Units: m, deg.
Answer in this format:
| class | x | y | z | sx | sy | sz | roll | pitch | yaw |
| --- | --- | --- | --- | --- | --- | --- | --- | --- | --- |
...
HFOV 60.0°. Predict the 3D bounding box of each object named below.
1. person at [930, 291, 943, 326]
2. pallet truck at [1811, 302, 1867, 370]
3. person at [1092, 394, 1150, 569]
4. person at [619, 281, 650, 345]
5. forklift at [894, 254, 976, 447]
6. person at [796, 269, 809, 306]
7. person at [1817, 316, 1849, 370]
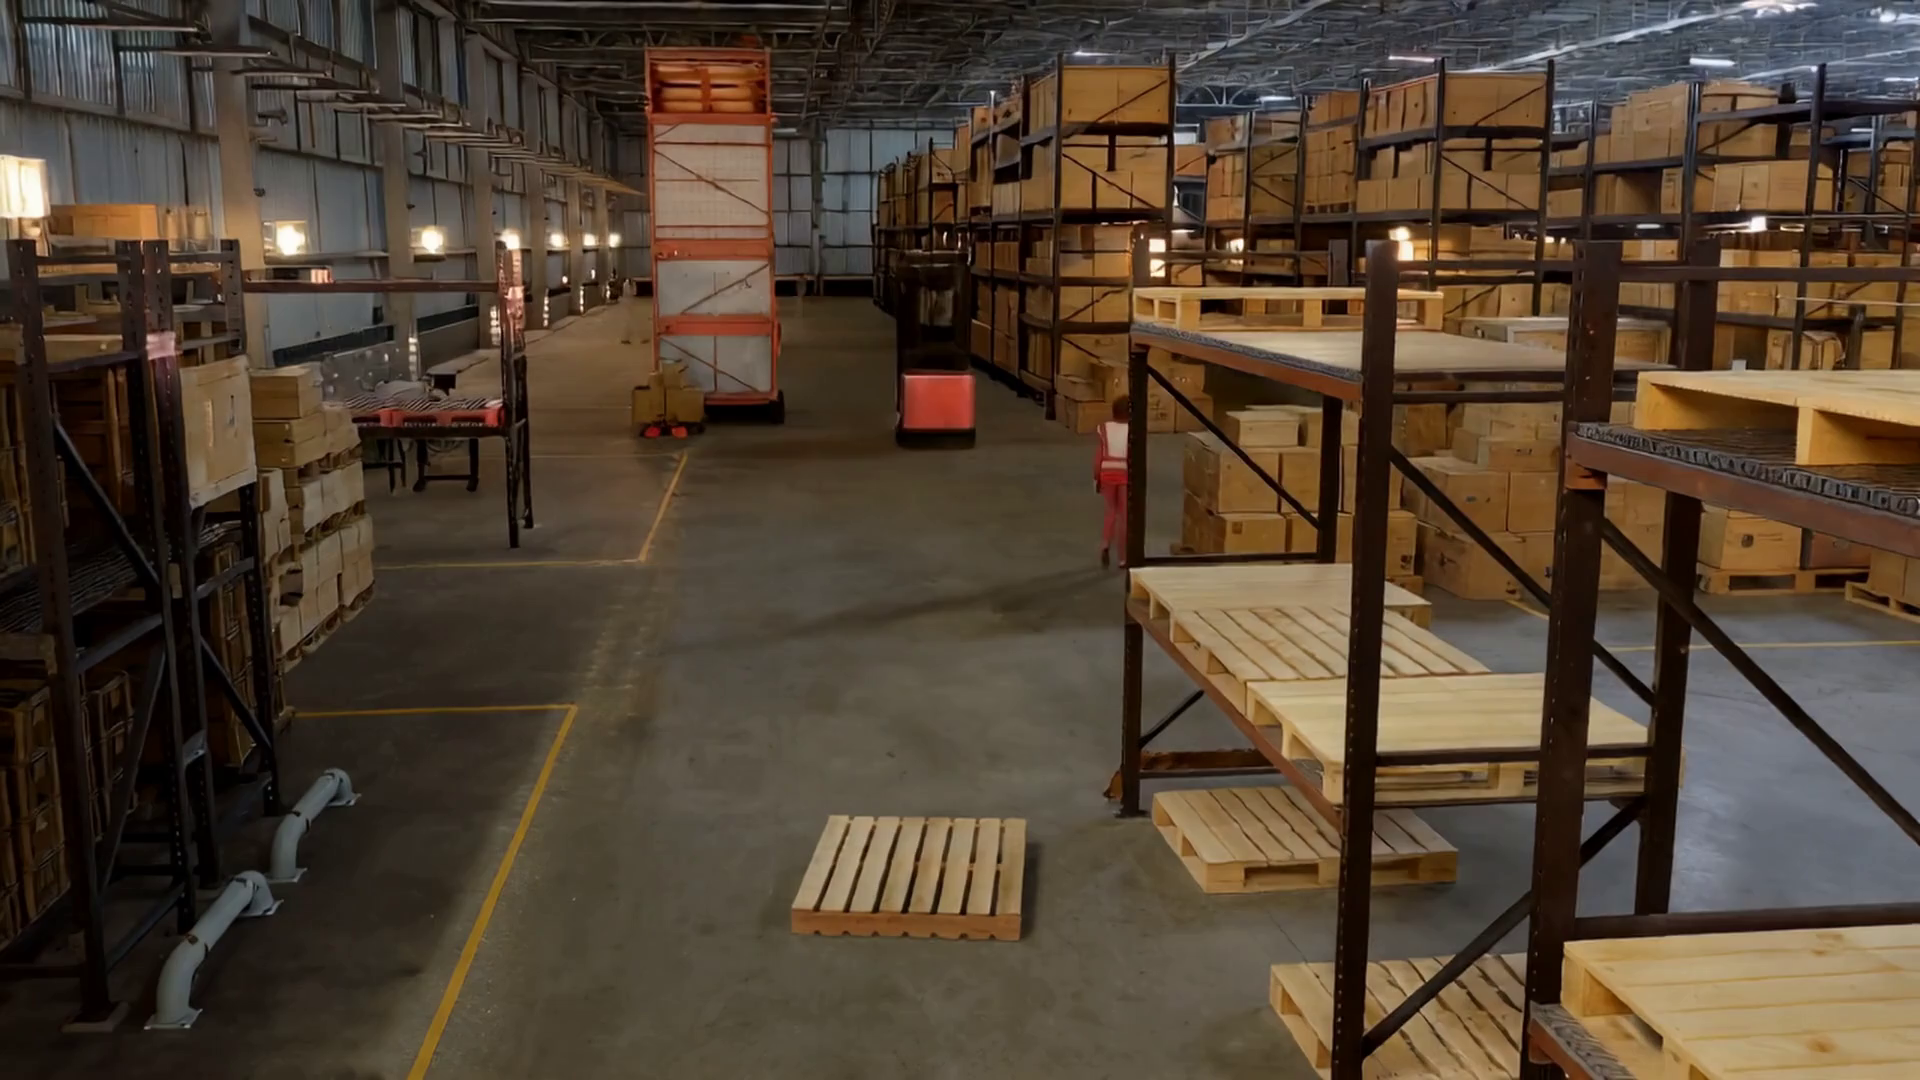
| class | x | y | z | sx | sy | sz | roll | pitch | yaw |
| --- | --- | --- | --- | --- | --- | --- | --- | --- | --- |
| person | -0.727 | -5.860 | 44.785 | 0.799 | 1.650 | 0.581 | -5 | 12 | -28 |
| pallet truck | 15.846 | -3.142 | 28.793 | 1.885 | 1.965 | 0.823 | 2 | 10 | 12 |
| person | 1.485 | -0.536 | 15.373 | 0.539 | 1.625 | 0.367 | 3 | 11 | 16 |
| person | -9.513 | -6.606 | 48.421 | 0.952 | 1.845 | 0.714 | -3 | 11 | -14 |
| forklift | -0.381 | -2.860 | 24.779 | 1.129 | 2.768 | 1.873 | -1 | 10 | -6 |
| person | -7.274 | -11.683 | 76.958 | 0.782 | 1.682 | 0.554 | 3 | 11 | 15 |
| person | 13.064 | -2.401 | 24.937 | 0.587 | 1.911 | 0.397 | -10 | 14 | -44 |
